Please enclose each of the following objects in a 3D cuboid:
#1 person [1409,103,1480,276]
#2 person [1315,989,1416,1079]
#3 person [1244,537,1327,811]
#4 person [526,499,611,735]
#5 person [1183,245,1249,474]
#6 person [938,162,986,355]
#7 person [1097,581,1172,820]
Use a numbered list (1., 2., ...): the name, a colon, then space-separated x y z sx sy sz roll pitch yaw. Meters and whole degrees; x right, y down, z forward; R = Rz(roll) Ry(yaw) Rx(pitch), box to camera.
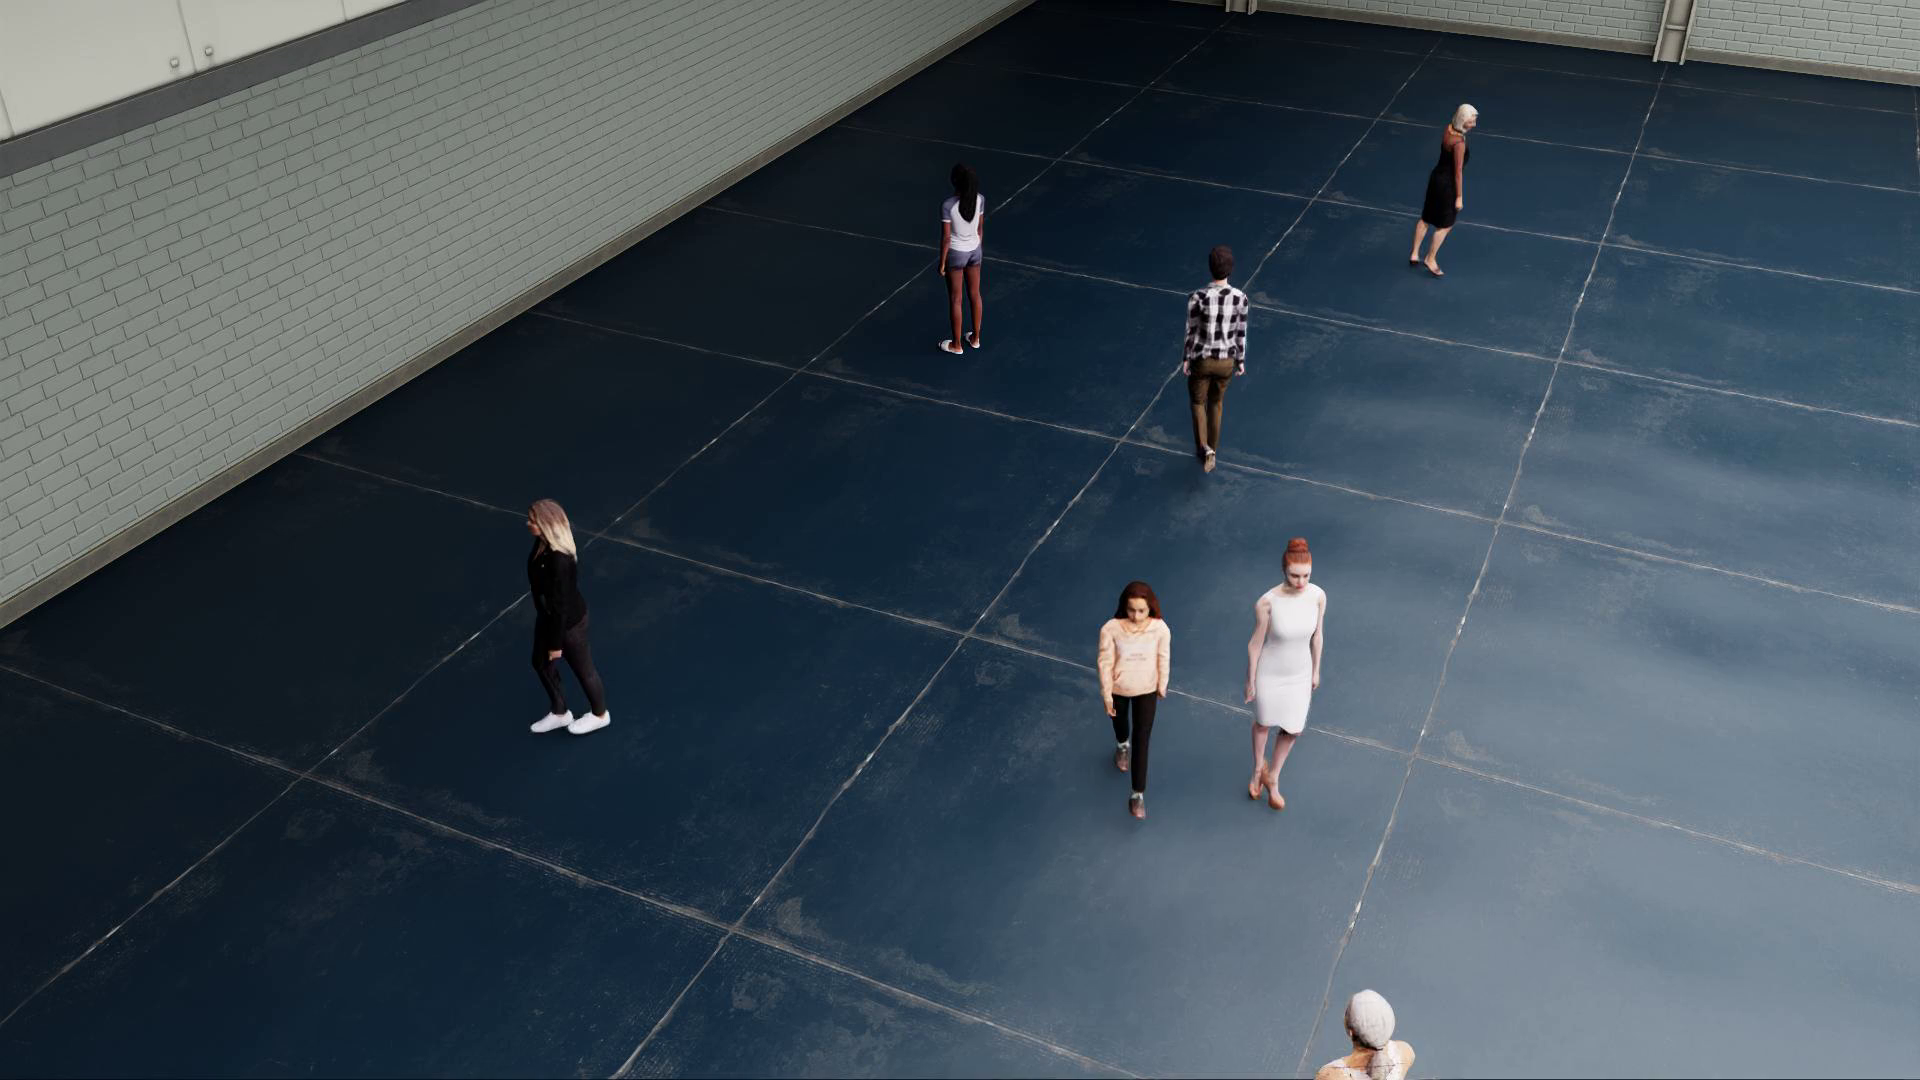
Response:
1. person: 4.620 -3.376 15.968 0.764 1.706 0.763 -8 33 -13
2. person: 1.628 2.551 6.629 1.196 1.645 1.189 -8 33 -12
3. person: 1.806 0.734 9.376 0.641 1.789 0.747 -2 32 -3
4. person: -2.261 0.464 9.912 0.882 1.674 0.822 -14 35 -21
5. person: 1.933 -1.331 12.646 0.972 1.792 0.952 -1 32 -1
6. person: 0.020 -2.462 14.503 0.698 1.722 0.714 -22 38 -31
7. person: 0.978 0.820 9.569 0.984 1.436 0.842 2 32 3
